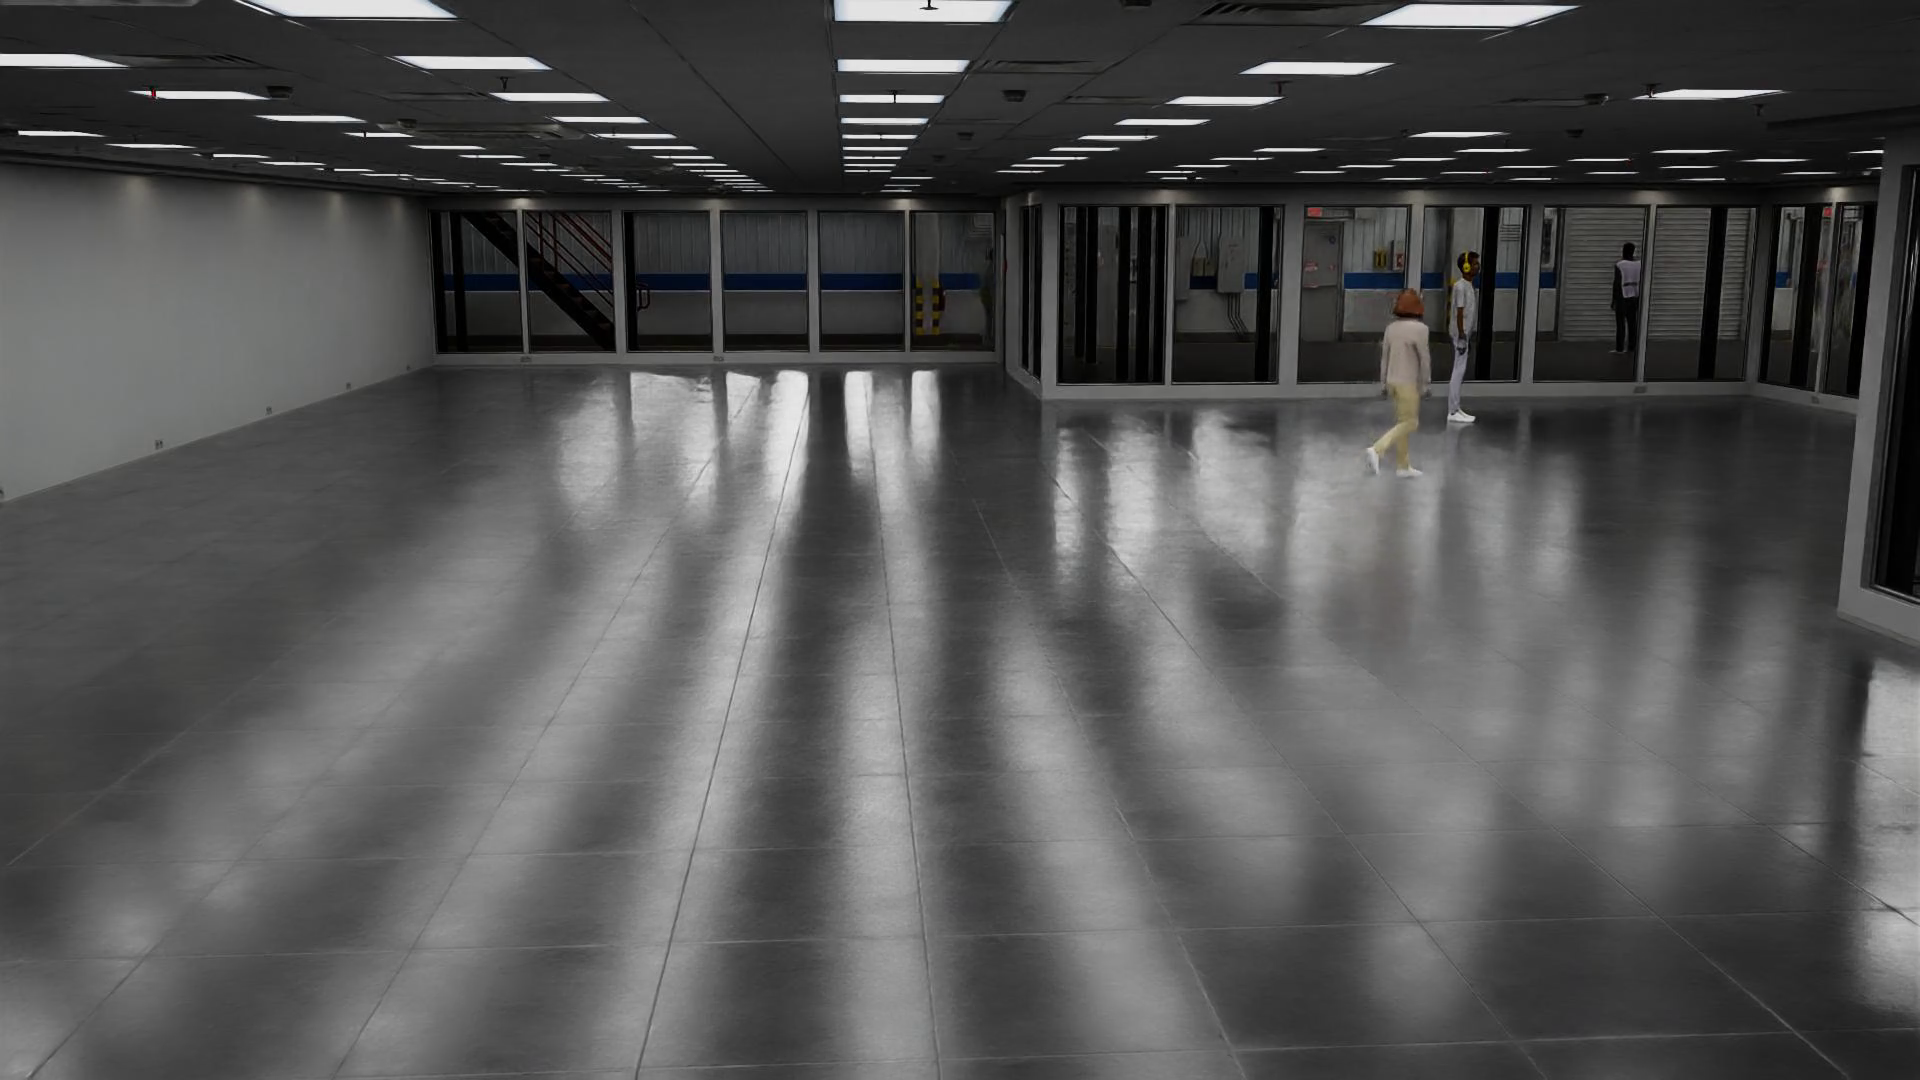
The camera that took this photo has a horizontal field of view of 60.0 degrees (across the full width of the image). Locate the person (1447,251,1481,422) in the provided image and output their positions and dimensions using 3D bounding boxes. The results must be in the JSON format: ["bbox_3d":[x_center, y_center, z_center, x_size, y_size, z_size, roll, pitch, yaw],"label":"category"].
[{"bbox_3d":[5.569,-2.238,18.350,0.326,1.876,0.518,4,11,21],"label":"person"}]

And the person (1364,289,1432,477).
[{"bbox_3d":[3.684,-1.305,14.001,0.630,1.612,0.511,-4,11,-23],"label":"person"}]
